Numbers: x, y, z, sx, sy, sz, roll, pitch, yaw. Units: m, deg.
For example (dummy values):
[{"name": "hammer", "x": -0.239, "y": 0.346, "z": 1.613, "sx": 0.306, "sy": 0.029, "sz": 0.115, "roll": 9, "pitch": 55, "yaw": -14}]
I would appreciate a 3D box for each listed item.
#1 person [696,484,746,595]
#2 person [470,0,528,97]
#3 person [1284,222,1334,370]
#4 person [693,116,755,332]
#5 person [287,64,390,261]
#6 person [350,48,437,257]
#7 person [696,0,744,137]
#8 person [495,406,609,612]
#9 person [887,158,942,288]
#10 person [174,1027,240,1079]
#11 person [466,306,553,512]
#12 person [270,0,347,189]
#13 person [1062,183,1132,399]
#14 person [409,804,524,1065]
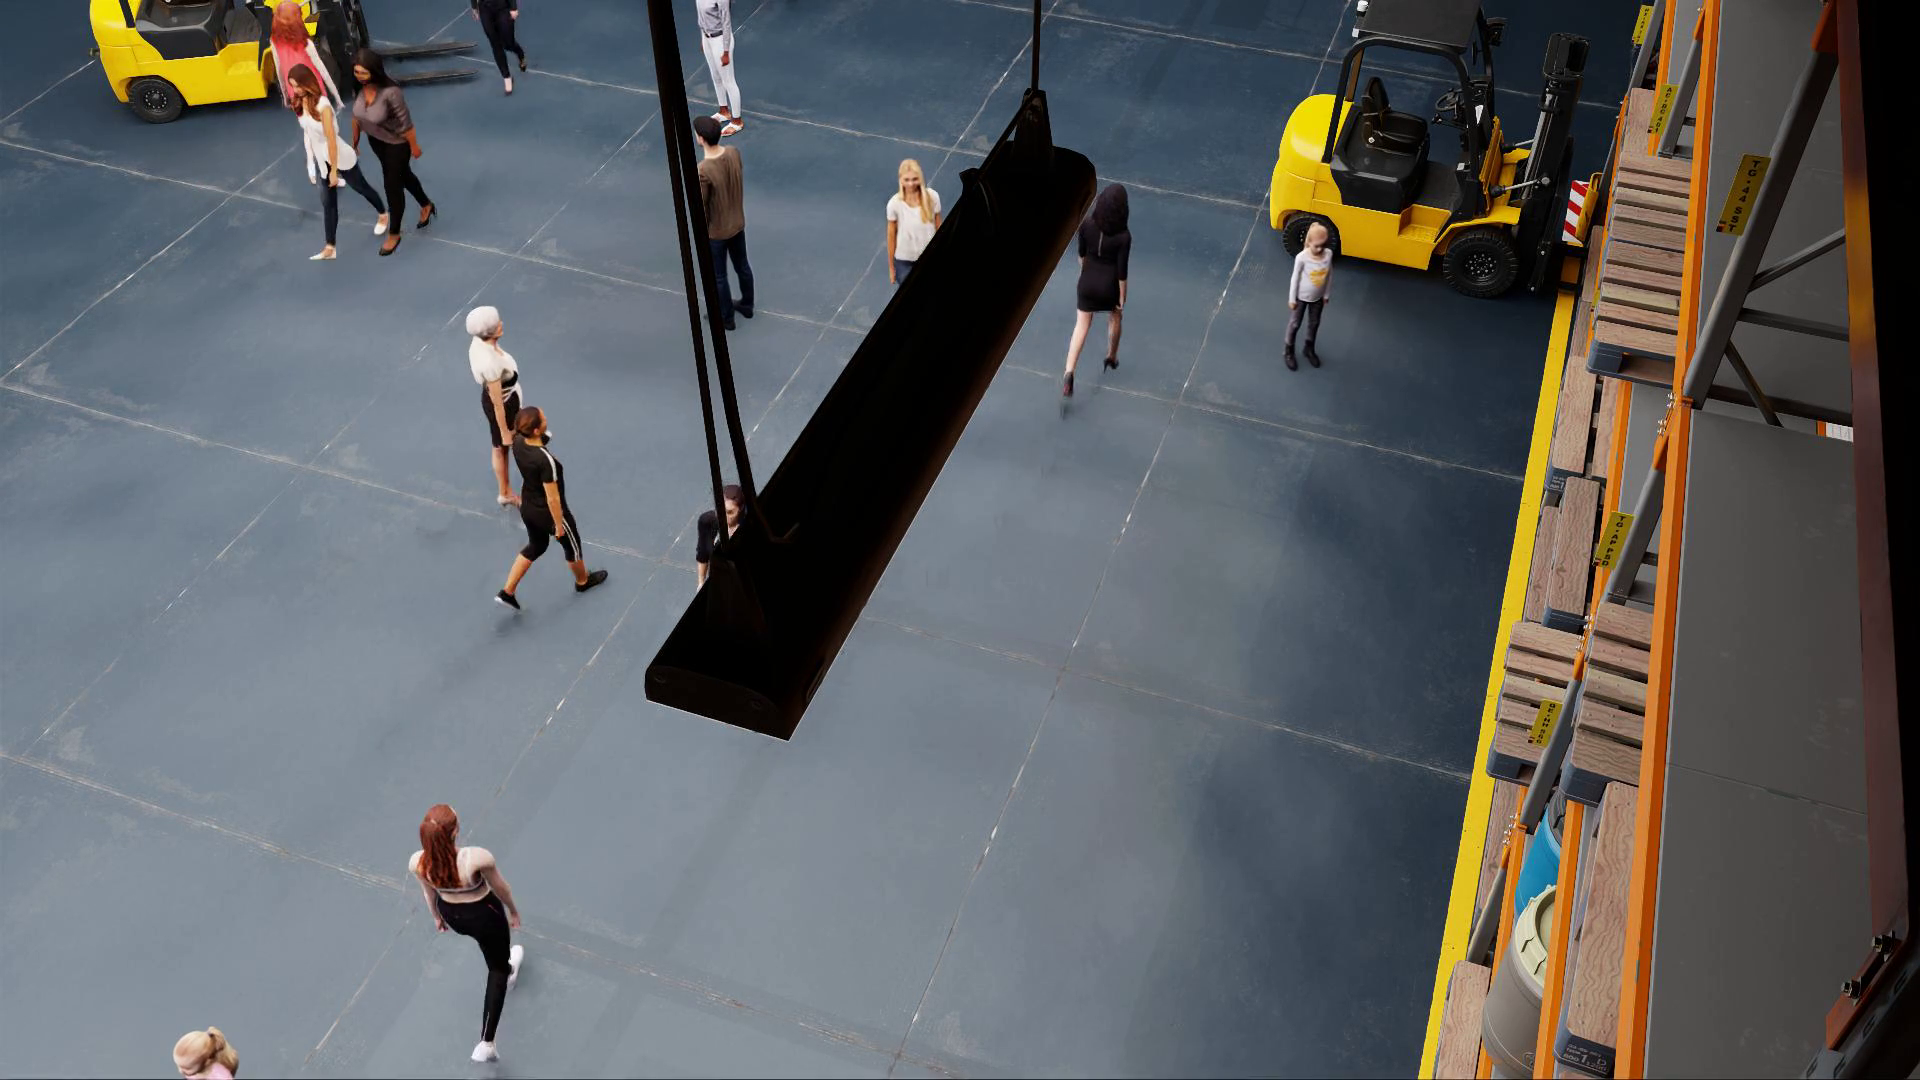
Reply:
[{"name": "person", "x": -1.395, "y": 0.224, "z": 10.577, "sx": 0.607, "sy": 1.623, "sz": 1.057, "roll": 13, "pitch": 45, "yaw": 14}, {"name": "person", "x": -4.495, "y": -5.173, "z": 16.184, "sx": 0.643, "sy": 1.703, "sz": 0.733, "roll": 8, "pitch": 44, "yaw": 8}, {"name": "person", "x": 2.745, "y": -1.940, "z": 13.100, "sx": 0.585, "sy": 1.276, "sz": 0.631, "roll": -11, "pitch": 45, "yaw": -11}, {"name": "person", "x": -1.890, "y": -2.527, "z": 13.272, "sx": 0.771, "sy": 1.888, "sz": 0.614, "roll": 26, "pitch": 49, "yaw": 25}, {"name": "person", "x": -5.255, "y": -3.274, "z": 14.173, "sx": 0.736, "sy": 1.727, "sz": 1.171, "roll": 19, "pitch": 47, "yaw": 19}, {"name": "person", "x": -4.808, "y": -3.417, "z": 14.268, "sx": 0.800, "sy": 1.804, "sz": 1.097, "roll": 23, "pitch": 48, "yaw": 22}, {"name": "person", "x": -2.274, "y": -4.654, "z": 15.624, "sx": 0.683, "sy": 1.724, "sz": 0.670, "roll": -27, "pitch": 50, "yaw": -25}, {"name": "person", "x": -2.811, "y": -0.165, "z": 10.967, "sx": 1.115, "sy": 1.648, "sz": 0.892, "roll": -34, "pitch": 53, "yaw": -30}, {"name": "person", "x": -0.354, "y": -2.211, "z": 13.003, "sx": 0.865, "sy": 1.801, "sz": 0.956, "roll": -11, "pitch": 45, "yaw": -11}, {"name": "person", "x": -3.565, "y": 2.771, "z": 8.158, "sx": 0.499, "sy": 1.272, "sz": 0.518, "roll": 20, "pitch": 47, "yaw": 20}, {"name": "person", "x": -3.278, "y": -0.861, "z": 11.631, "sx": 0.887, "sy": 1.740, "sz": 0.827, "roll": -17, "pitch": 46, "yaw": -17}, {"name": "person", "x": -5.804, "y": -3.852, "z": 14.716, "sx": 0.671, "sy": 1.815, "sz": 0.676, "roll": 9, "pitch": 44, "yaw": 9}, {"name": "person", "x": 1.020, "y": -1.851, "z": 12.646, "sx": 0.651, "sy": 1.774, "sz": 1.061, "roll": 18, "pitch": 47, "yaw": 18}, {"name": "person", "x": -2.535, "y": 2.035, "z": 8.606, "sx": 0.838, "sy": 1.720, "sz": 1.155, "roll": 2, "pitch": 44, "yaw": 2}]
